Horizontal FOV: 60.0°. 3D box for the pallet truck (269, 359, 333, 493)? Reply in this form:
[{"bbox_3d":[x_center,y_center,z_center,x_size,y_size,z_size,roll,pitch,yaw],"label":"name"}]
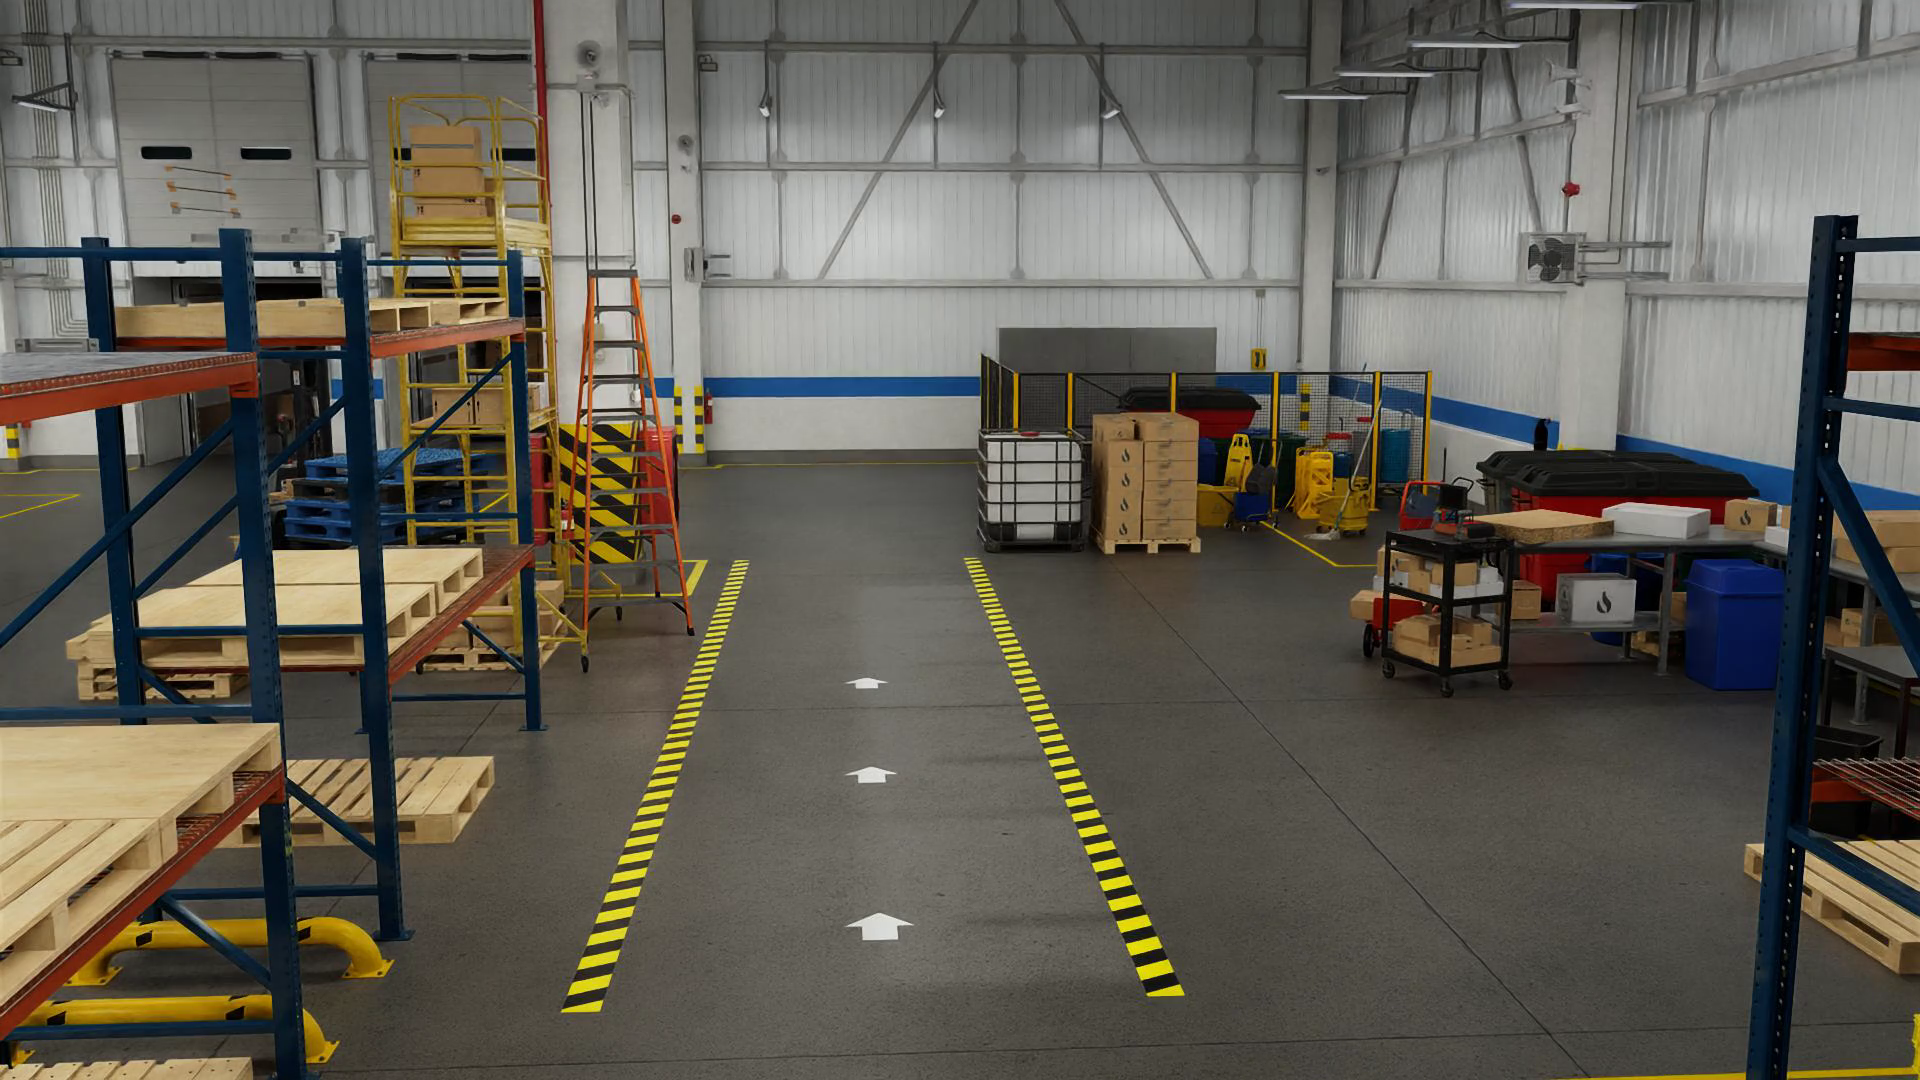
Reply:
[{"bbox_3d":[-7.062,-1.131,18.996,1.885,1.965,0.823,2,9,13],"label":"pallet truck"}]
